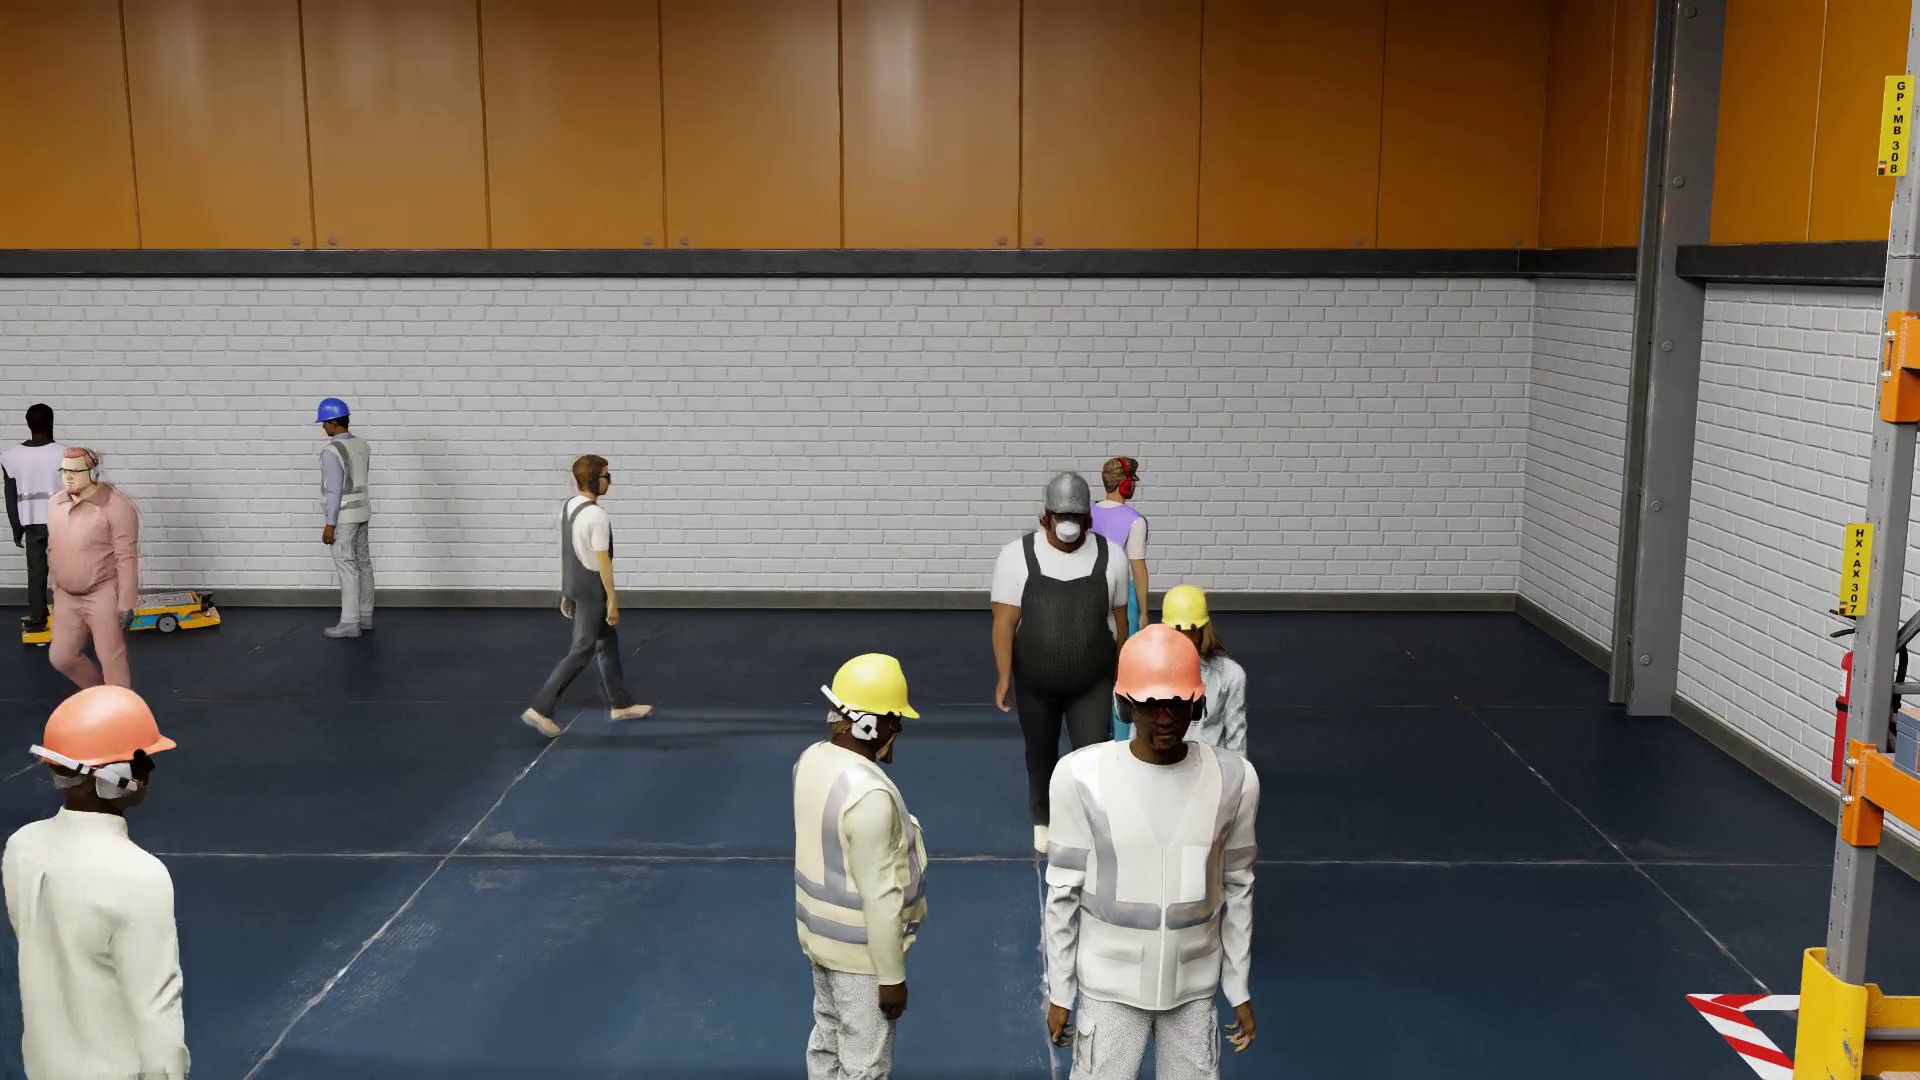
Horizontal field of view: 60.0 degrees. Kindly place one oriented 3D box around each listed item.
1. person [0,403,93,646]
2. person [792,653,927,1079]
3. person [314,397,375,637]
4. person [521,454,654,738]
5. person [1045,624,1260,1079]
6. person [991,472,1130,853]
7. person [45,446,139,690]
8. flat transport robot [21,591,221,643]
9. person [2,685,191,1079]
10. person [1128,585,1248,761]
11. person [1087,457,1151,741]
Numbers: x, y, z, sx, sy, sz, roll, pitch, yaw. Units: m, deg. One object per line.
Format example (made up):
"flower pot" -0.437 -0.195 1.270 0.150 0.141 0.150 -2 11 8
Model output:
"person" -7.195 -0.115 13.129 0.589 1.919 0.393 -2 10 -10
"person" -0.306 1.254 5.219 0.404 1.821 0.587 -4 10 -25
"person" -4.984 -0.186 13.483 0.394 1.942 0.601 1 10 6
"person" -2.435 0.350 10.691 0.929 1.813 0.522 -7 12 -37
"person" 0.541 1.234 4.667 0.605 2.045 0.379 -1 10 -5
"person" 0.499 0.640 8.238 0.700 2.000 0.955 0 9 2
"person" -5.406 0.355 10.356 0.682 1.898 0.418 2 10 14
"flat transport robot" -6.888 0.618 13.662 1.431 0.197 0.652 -5 11 -28
"person" -2.162 1.345 4.212 0.616 1.979 0.482 5 11 28
"person" 0.942 1.016 6.899 0.506 1.725 0.449 1 10 7
"person" 0.939 0.412 10.197 0.384 1.842 0.569 -7 12 -38
